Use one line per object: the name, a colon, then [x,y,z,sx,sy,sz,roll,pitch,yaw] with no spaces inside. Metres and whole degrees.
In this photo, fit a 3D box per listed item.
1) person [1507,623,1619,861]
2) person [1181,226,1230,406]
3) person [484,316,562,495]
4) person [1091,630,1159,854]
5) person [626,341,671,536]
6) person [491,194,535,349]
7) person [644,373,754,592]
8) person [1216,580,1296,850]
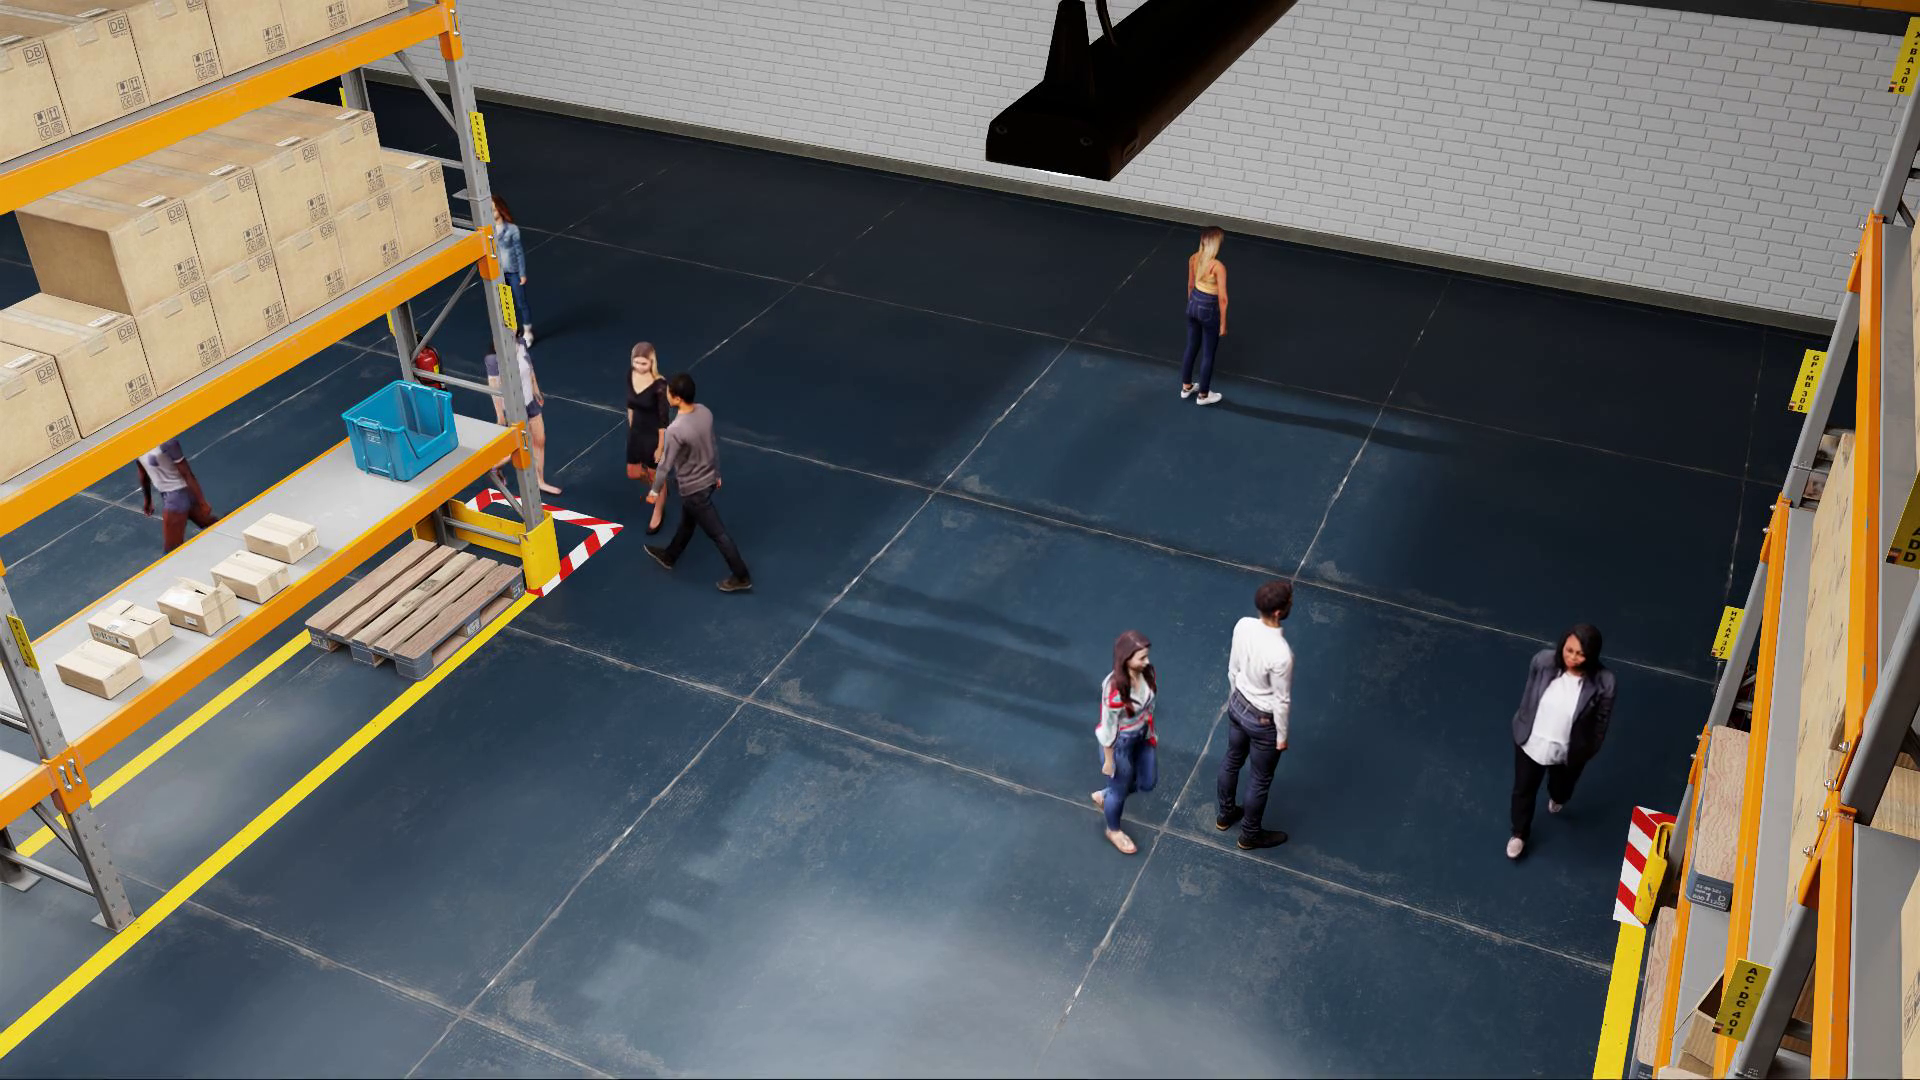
person: [3.548,1.153,9.870,0.721,1.578,0.923,19,38,26]
person: [2.135,-1.973,14.528,0.634,1.627,0.643,-25,41,-32]
person: [-3.555,-1.077,13.126,0.732,1.687,0.758,9,35,14]
person: [0.918,1.155,9.845,0.703,1.602,0.785,-28,43,-35]
person: [-2.309,-0.803,12.737,0.633,1.661,0.675,23,40,30]
person: [-4.208,-2.515,15.481,0.605,1.476,0.570,8,34,11]
person: [-1.822,-0.362,12.020,0.790,1.721,1.089,-5,34,-8]
person: [1.745,1.019,9.809,0.750,1.868,0.717,-17,37,-24]
